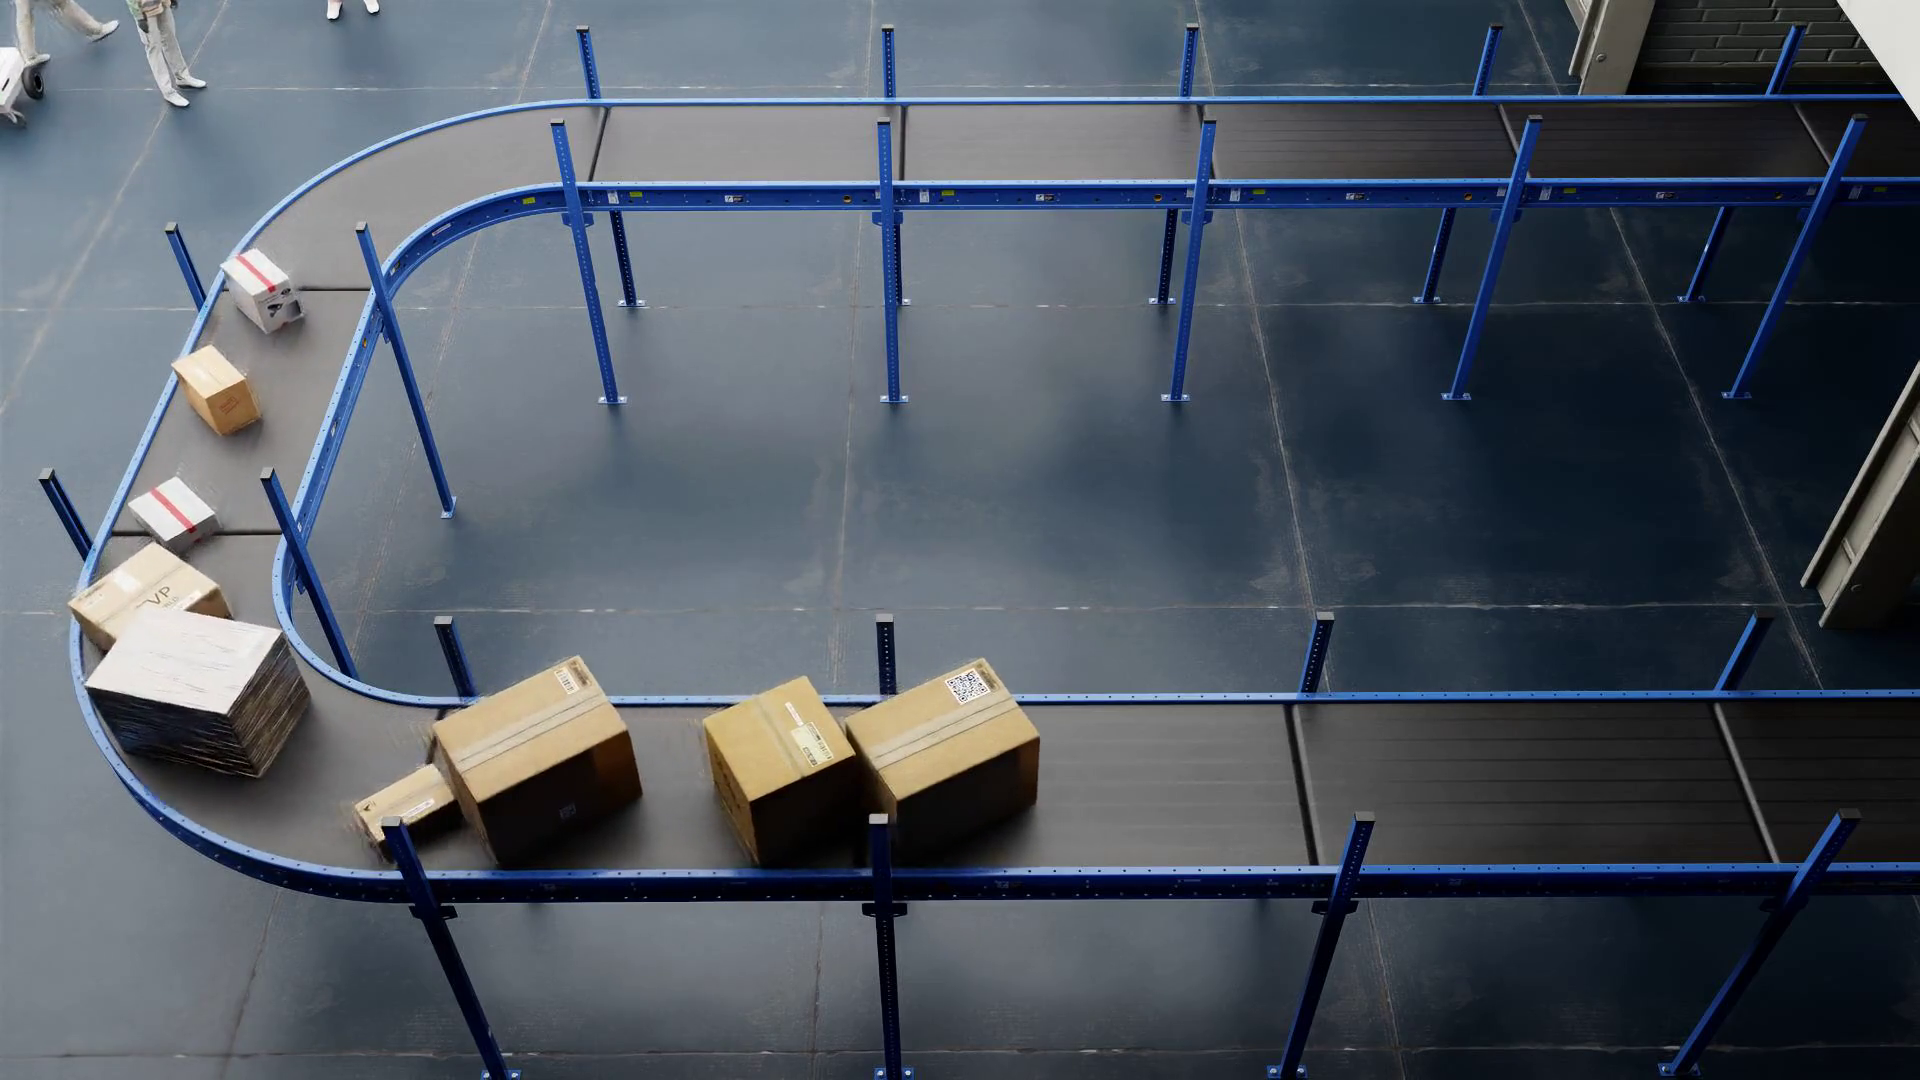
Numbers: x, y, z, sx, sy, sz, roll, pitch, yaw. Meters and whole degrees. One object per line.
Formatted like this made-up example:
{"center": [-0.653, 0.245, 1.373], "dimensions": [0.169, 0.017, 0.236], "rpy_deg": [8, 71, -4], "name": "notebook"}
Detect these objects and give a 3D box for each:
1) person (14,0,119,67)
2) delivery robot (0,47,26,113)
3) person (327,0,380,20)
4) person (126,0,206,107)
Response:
{"center": [-7.906, -4.876, 14.738], "dimensions": [0.522, 1.580, 0.890], "rpy_deg": [28, 53, 24], "name": "person"}
{"center": [-8.152, -3.868, 14.460], "dimensions": [0.477, 0.478, 0.707], "rpy_deg": [-3, 47, -3], "name": "delivery robot"}
{"center": [-5.565, -5.532, 15.143], "dimensions": [0.637, 1.902, 0.406], "rpy_deg": [-12, 48, -11], "name": "person"}
{"center": [-6.713, -4.426, 14.287], "dimensions": [0.312, 1.638, 0.512], "rpy_deg": [9, 48, 9], "name": "person"}
